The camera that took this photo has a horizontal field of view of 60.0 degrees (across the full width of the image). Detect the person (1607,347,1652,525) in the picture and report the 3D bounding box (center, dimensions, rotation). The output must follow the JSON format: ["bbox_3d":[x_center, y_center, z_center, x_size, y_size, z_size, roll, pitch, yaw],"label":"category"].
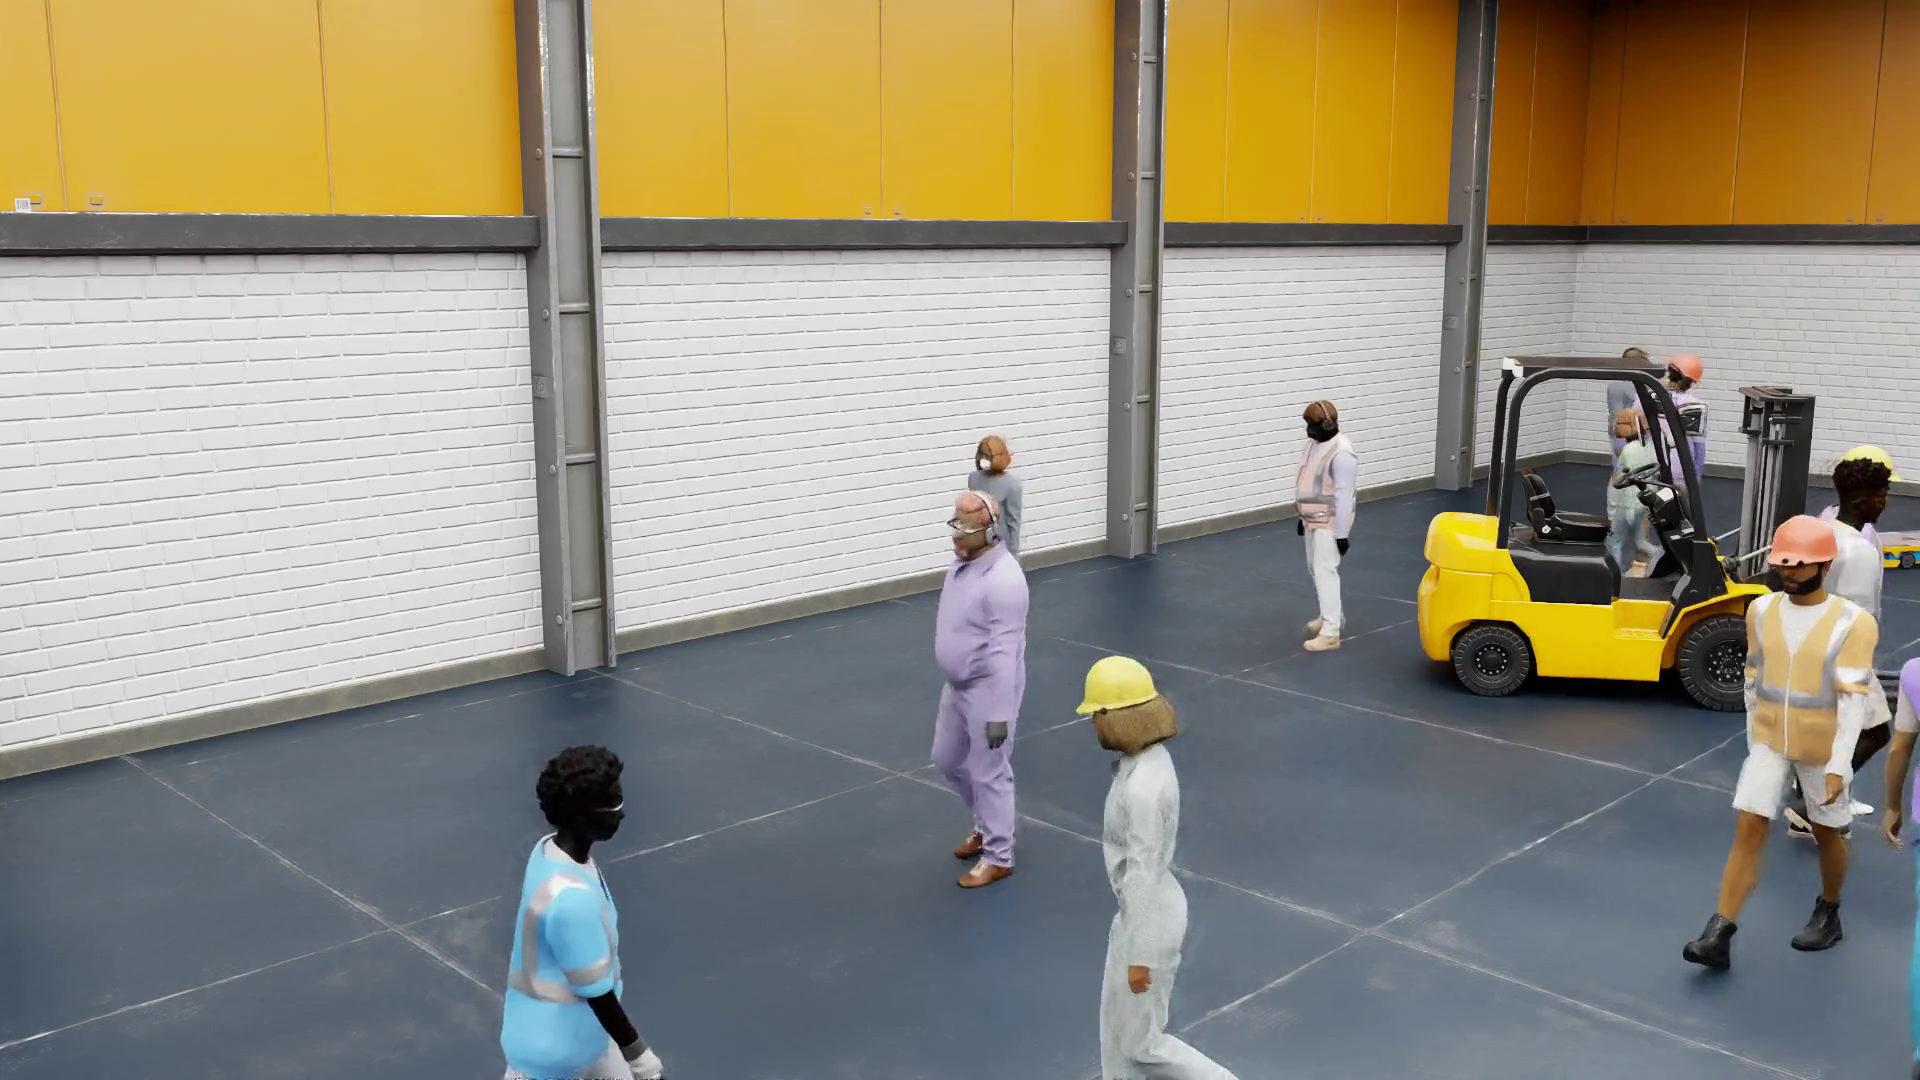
[{"bbox_3d":[6.855,-1.032,17.003,0.805,1.896,0.400,-8,13,-38],"label":"person"}]

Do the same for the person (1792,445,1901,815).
[{"bbox_3d":[4.654,0.459,8.746,0.375,1.929,0.585,2,11,13],"label":"person"}]

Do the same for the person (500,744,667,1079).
[{"bbox_3d":[-0.991,1.362,4.564,0.880,1.648,0.530,-2,11,-10],"label":"person"}]

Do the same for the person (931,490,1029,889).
[{"bbox_3d":[0.107,0.694,7.624,0.455,1.877,0.681,-4,11,-22],"label":"person"}]

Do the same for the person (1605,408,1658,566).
[{"bbox_3d":[5.590,-0.277,13.652,0.735,1.608,0.509,6,12,31],"label":"person"}]

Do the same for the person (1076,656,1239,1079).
[{"bbox_3d":[0.663,1.212,5.216,0.641,1.708,0.539,1,10,6],"label":"person"}]

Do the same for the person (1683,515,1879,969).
[{"bbox_3d":[3.398,0.837,6.804,0.992,1.882,0.548,-8,13,-38],"label":"person"}]

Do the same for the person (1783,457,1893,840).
[{"bbox_3d":[4.316,0.556,8.160,0.417,1.954,0.614,0,10,-2],"label":"person"}]

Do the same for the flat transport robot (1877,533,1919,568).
[{"bbox_3d":[8.798,0.076,15.357,1.431,0.197,0.652,-2,11,-11],"label":"flat transport robot"}]

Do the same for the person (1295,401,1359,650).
[{"bbox_3d":[2.722,-0.123,12.237,0.535,1.820,0.795,-1,10,-7],"label":"person"}]

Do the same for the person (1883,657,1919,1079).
[{"bbox_3d":[3.681,1.014,6.018,0.593,1.811,0.783,9,14,39],"label":"person"}]

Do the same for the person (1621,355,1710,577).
[{"bbox_3d":[6.039,-0.594,14.356,0.715,1.993,0.507,4,11,19],"label":"person"}]

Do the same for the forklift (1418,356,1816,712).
[{"bbox_3d":[4.276,-0.101,11.076,2.313,2.155,1.214,2,11,13],"label":"forklift"}]

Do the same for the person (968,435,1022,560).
[{"bbox_3d":[0.231,0.059,11.730,0.508,1.621,0.385,10,14,44],"label":"person"}]
